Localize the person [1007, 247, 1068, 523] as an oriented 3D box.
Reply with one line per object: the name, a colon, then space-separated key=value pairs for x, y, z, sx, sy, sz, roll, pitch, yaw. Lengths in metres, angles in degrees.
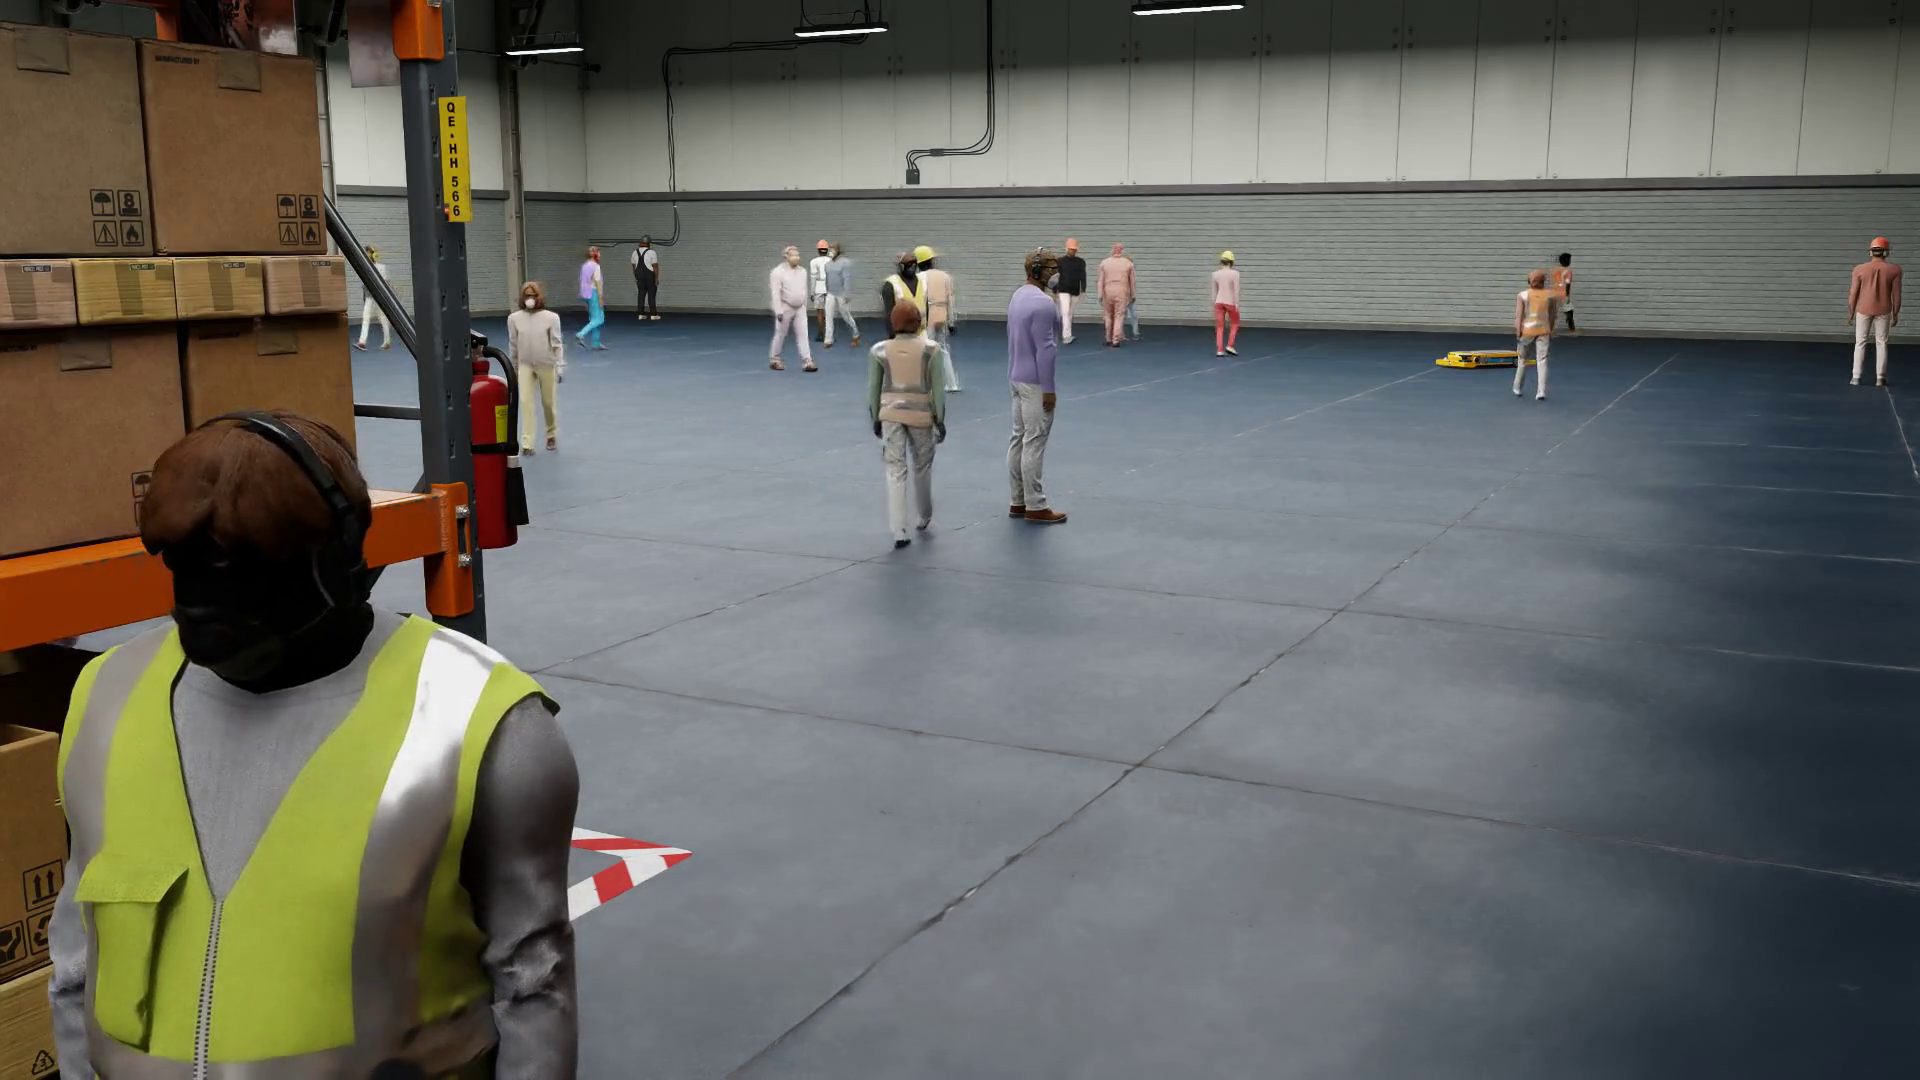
person: x=0.526 y=-1.091 z=11.779 sx=0.379 sy=1.937 sz=0.629 roll=-3 pitch=11 yaw=-17

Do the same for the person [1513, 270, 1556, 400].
person: x=7.146 y=-2.551 z=20.675 sx=0.516 sy=1.596 sz=0.850 roll=1 pitch=10 yaw=6

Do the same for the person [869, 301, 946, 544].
person: x=-0.351 y=-0.790 z=11.073 sx=0.524 sy=1.585 sz=0.895 roll=1 pitch=10 yaw=3

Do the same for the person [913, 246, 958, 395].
person: x=-0.358 y=-2.744 z=20.920 sx=0.693 sy=1.889 sz=0.412 roll=-9 pitch=14 yaw=-41

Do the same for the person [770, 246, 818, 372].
person: x=-2.520 y=-3.429 z=24.757 sx=0.662 sy=1.858 sz=0.989 roll=-8 pitch=13 yaw=-39

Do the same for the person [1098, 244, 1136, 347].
person: x=2.871 y=-4.459 z=30.363 sx=0.665 sy=1.855 sz=0.990 roll=3 pitch=11 yaw=14

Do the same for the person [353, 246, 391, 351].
person: x=-10.314 y=-4.221 z=29.162 sx=0.551 sy=1.817 sz=0.961 roll=3 pitch=11 yaw=14

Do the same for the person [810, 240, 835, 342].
person: x=-2.596 y=-4.736 z=31.650 sx=0.551 sy=1.935 sz=0.375 roll=-5 pitch=11 yaw=-24

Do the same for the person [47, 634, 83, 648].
person: x=-3.953 y=-0.230 z=7.293 sx=0.459 sy=1.902 sz=0.673 roll=0 pitch=10 yaw=-1

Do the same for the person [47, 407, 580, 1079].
person: x=-0.761 y=0.762 z=1.955 sx=0.621 sy=1.837 sz=0.429 roll=1 pitch=10 yaw=5

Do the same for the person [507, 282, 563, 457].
person: x=-3.920 y=-1.581 z=15.433 sx=0.509 sy=1.620 sz=0.759 roll=-1 pitch=10 yaw=-3

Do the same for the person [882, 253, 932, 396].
person: x=-0.557 y=-2.406 z=19.286 sx=0.646 sy=1.808 sz=0.830 roll=-6 pitch=12 yaw=-30

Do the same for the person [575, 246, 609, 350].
person: x=-6.466 y=-4.226 z=29.148 sx=0.575 sy=1.832 sz=0.583 roll=-7 pitch=12 yaw=-33

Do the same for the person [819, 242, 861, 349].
person: x=-2.148 y=-4.386 z=29.856 sx=0.640 sy=1.911 sz=0.940 roll=7 pitch=12 yaw=33

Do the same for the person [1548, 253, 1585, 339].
person: x=11.851 y=-4.762 z=32.504 sx=0.830 sy=1.658 sz=0.555 roll=-4 pitch=11 yaw=-19

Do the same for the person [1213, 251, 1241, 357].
person: x=4.476 y=-3.941 z=27.787 sx=0.538 sy=1.750 sz=0.501 roll=9 pitch=14 yaw=40

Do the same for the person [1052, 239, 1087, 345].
person: x=2.057 y=-4.590 z=30.837 sx=0.606 sy=1.936 sz=0.994 roll=-3 pitch=11 yaw=-17

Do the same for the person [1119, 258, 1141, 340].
person: x=3.253 y=-4.591 z=31.827 sx=0.562 sy=1.584 sz=0.689 roll=-7 pitch=12 yaw=-32

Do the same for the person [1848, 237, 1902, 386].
person: x=12.364 y=-3.086 z=22.503 sx=0.616 sy=1.990 sz=0.393 roll=5 pitch=12 yaw=27

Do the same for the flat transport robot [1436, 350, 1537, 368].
flat transport robot: x=8.129 y=-2.801 z=25.647 sx=1.431 sy=0.197 sz=0.652 roll=-5 pitch=11 yaw=-23

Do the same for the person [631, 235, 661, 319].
person: x=-7.530 y=-6.340 z=40.114 sx=0.690 sy=2.000 sz=0.538 roll=4 pitch=11 yaw=22
